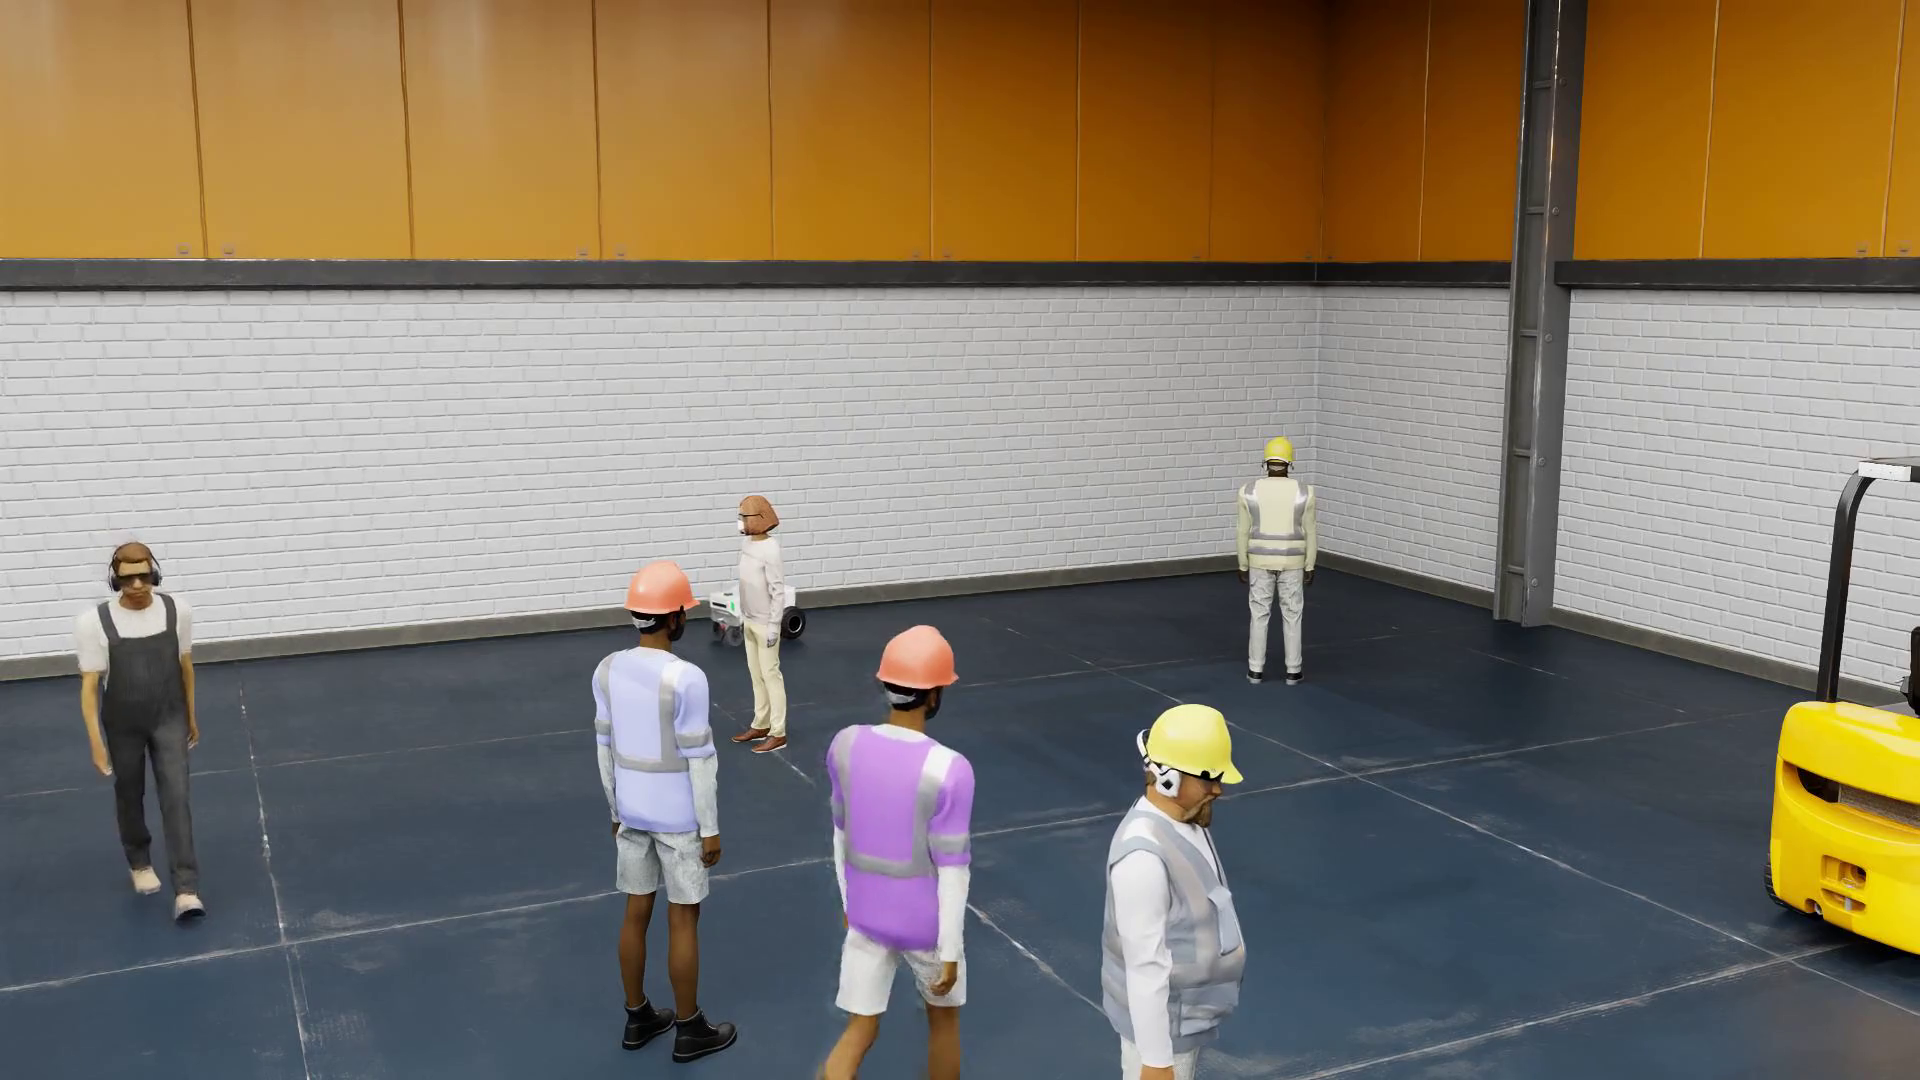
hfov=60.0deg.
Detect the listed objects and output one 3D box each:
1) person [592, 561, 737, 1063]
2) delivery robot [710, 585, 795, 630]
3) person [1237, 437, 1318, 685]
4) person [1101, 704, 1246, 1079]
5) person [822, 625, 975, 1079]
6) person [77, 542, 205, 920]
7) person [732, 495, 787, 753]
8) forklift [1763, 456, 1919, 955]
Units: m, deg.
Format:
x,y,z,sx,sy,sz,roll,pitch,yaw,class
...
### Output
x,y,z,sx,sy,sz,roll,pitch,yaw,class
-1.140,1.042,6.422,0.543,1.939,0.360,5,11,30,person
-1.703,0.515,13.683,0.477,0.478,0.707,9,13,44,delivery robot
2.330,0.157,12.240,0.587,1.833,0.404,2,9,11,person
0.615,1.361,4.801,0.403,1.822,0.588,3,9,15,person
-0.226,1.229,5.390,0.553,1.908,0.892,5,10,26,person
-3.848,0.887,7.846,0.516,1.784,0.982,-7,11,-36,person
-1.275,0.526,10.565,0.266,1.632,0.509,-5,11,-30,person
4.857,0.731,7.561,2.313,2.155,1.214,-4,10,-25,forklift
